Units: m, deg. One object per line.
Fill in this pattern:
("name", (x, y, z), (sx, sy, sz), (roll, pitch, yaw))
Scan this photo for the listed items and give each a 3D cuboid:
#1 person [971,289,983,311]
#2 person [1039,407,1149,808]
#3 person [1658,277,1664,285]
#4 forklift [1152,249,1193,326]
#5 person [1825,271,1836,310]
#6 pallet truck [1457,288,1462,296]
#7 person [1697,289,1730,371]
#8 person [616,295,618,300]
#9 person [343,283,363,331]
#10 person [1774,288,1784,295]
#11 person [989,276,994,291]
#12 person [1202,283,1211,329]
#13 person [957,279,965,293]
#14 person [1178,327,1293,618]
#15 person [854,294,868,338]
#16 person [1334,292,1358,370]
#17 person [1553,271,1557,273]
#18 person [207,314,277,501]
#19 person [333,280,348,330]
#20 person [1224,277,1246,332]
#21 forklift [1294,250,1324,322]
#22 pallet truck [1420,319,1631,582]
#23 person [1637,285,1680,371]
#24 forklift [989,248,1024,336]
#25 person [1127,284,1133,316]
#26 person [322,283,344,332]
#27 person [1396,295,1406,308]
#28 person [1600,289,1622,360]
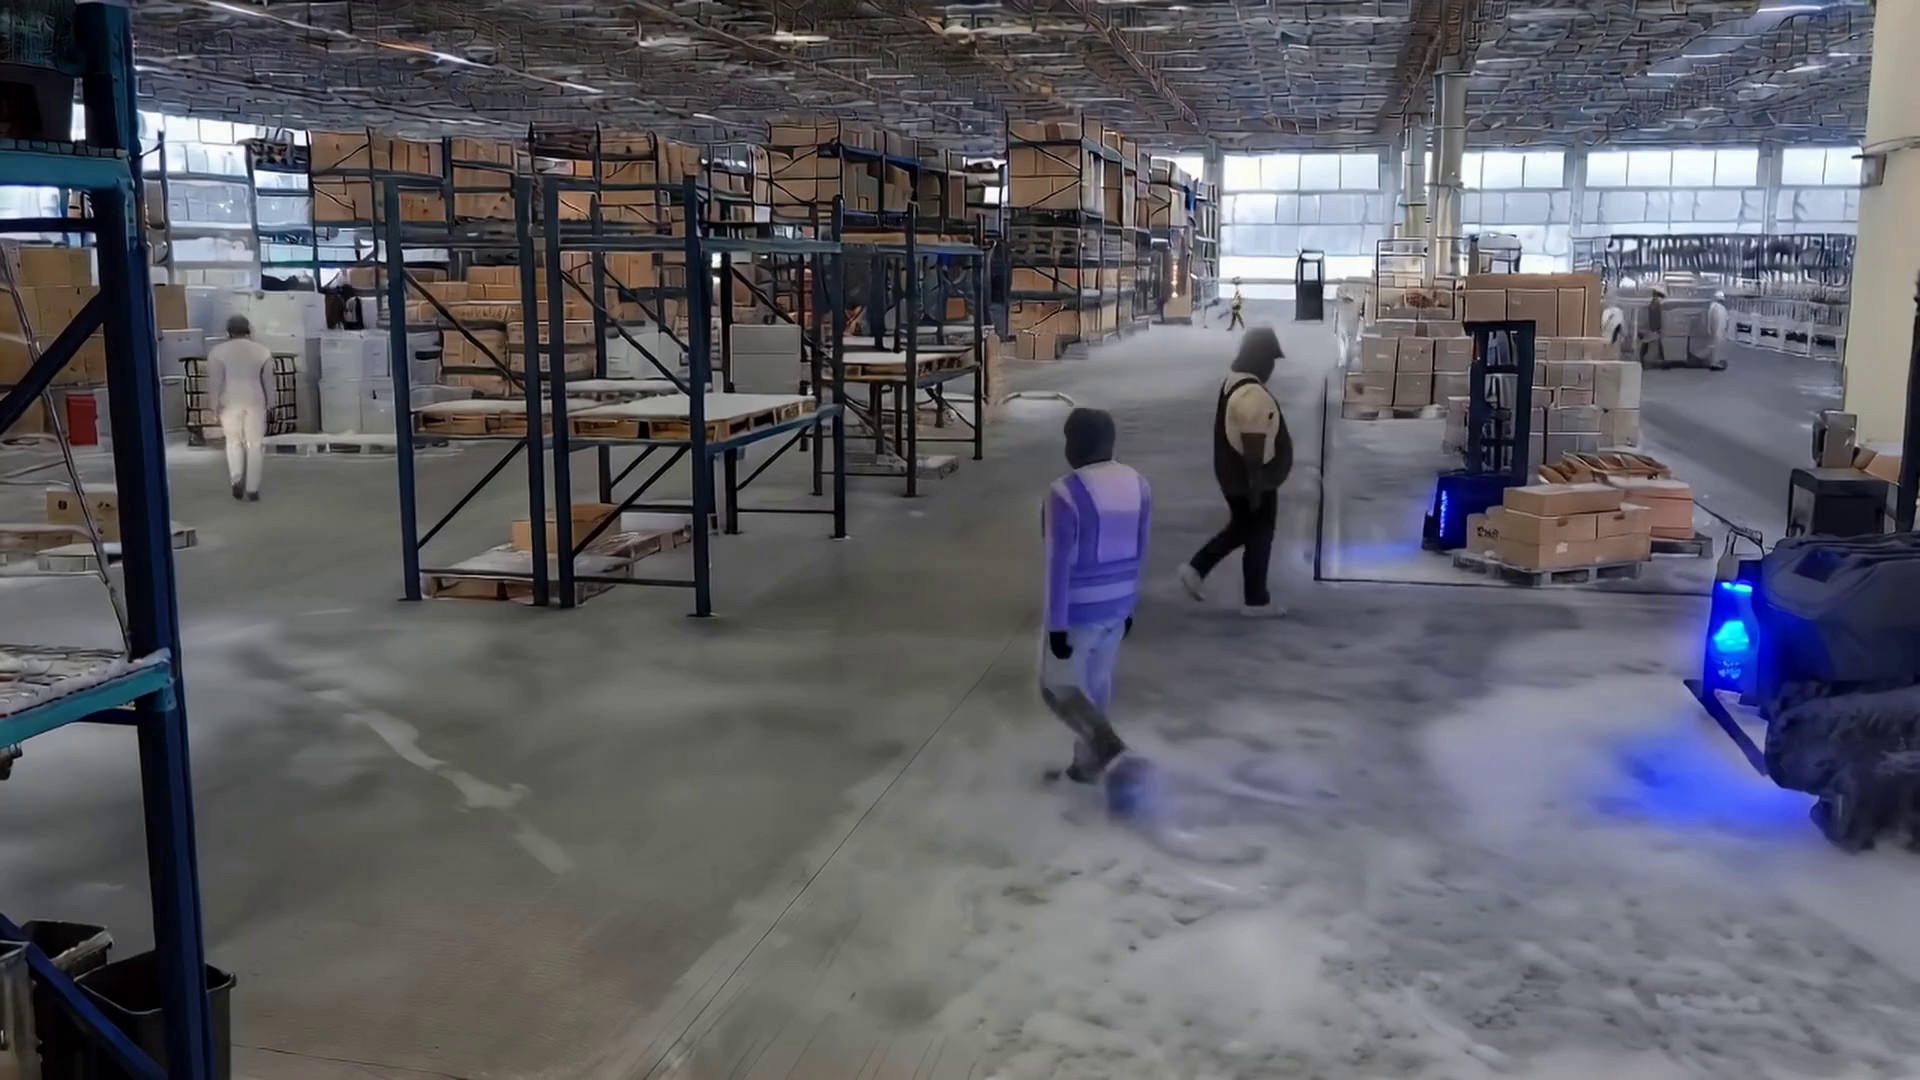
("person", (0.676, -8.585, 60.573), (0.538, 1.682, 0.432), (-4, 10, -21))
("person", (0.615, 0.322, 7.426), (0.631, 1.826, 0.604), (-9, 13, -41))
("person", (29.806, -10.368, 70.973), (0.791, 1.742, 0.528), (3, 10, 16))
("forklift", (7.646, -9.320, 61.395), (1.873, 2.768, 1.129), (2, 10, 11))
("person", (42.010, -12.002, 80.080), (1.056, 1.926, 0.606), (0, 10, -2))
("pallet truck", (20.506, -9.785, 68.819), (0.653, 1.274, 1.630), (2, 10, 12))
("person", (16.713, -4.628, 36.781), (0.500, 1.817, 0.592), (2, 10, 13))
("person", (-8.506, -5.256, 41.024), (0.529, 1.631, 0.312), (0, 10, 3))
("person", (-15.096, -5.473, 41.538), (0.603, 1.895, 0.758), (8, 12, 38))
("person", (39.752, -12.056, 80.781), (0.945, 1.807, 0.587), (3, 10, 18))
("person", (1.897, -14.015, 92.362), (0.599, 1.812, 0.708), (1, 10, 7))
("person", (8.777, -8.327, 59.203), (0.286, 1.633, 0.499), (0, 10, 2))
("person", (-0.107, -11.646, 78.292), (0.630, 1.819, 0.694), (3, 10, 16))
("person", (1.951, -0.469, 11.466), (0.698, 2.000, 0.688), (-2, 10, -10))
("person", (-2.237, -4.737, 37.756), (0.317, 1.695, 0.540), (0, 10, 1))
("person", (8.673, -4.710, 37.490), (0.537, 1.736, 0.856), (7, 12, 36))
("person", (31.069, -13.117, 86.966), (0.595, 1.837, 0.404), (9, 13, 44))
("person", (-7.363, -1.361, 17.117), (0.637, 1.919, 0.609), (-4, 10, -23))
("person", (-15.523, -5.552, 41.863), (0.907, 1.947, 0.637), (7, 12, 37))
("person", (9.395, -8.003, 56.571), (1.012, 1.882, 0.567), (9, 13, 43))
("forklift", (13.778, -10.002, 65.433), (1.129, 2.768, 1.873), (2, 10, 12))
("pallet truck", (4.543, -0.757, 13.299), (0.823, 1.965, 1.885), (-4, 10, -22))
("person", (15.503, -4.682, 36.839), (0.947, 1.892, 0.574), (4, 10, 24))
("forklift", (1.578, -7.920, 53.106), (1.129, 2.768, 1.873), (2, 10, 12))
("person", (6.166, -8.346, 59.399), (0.735, 1.610, 0.504), (4, 11, 25))
("person", (-14.574, -4.974, 38.475), (0.630, 1.931, 0.366), (-7, 12, -34))
("person", (10.465, -4.994, 39.513), (0.483, 1.623, 0.523), (3, 10, 17))
("person", (12.169, -3.742, 31.232), (1.010, 1.913, 0.654), (-1, 10, -7))
